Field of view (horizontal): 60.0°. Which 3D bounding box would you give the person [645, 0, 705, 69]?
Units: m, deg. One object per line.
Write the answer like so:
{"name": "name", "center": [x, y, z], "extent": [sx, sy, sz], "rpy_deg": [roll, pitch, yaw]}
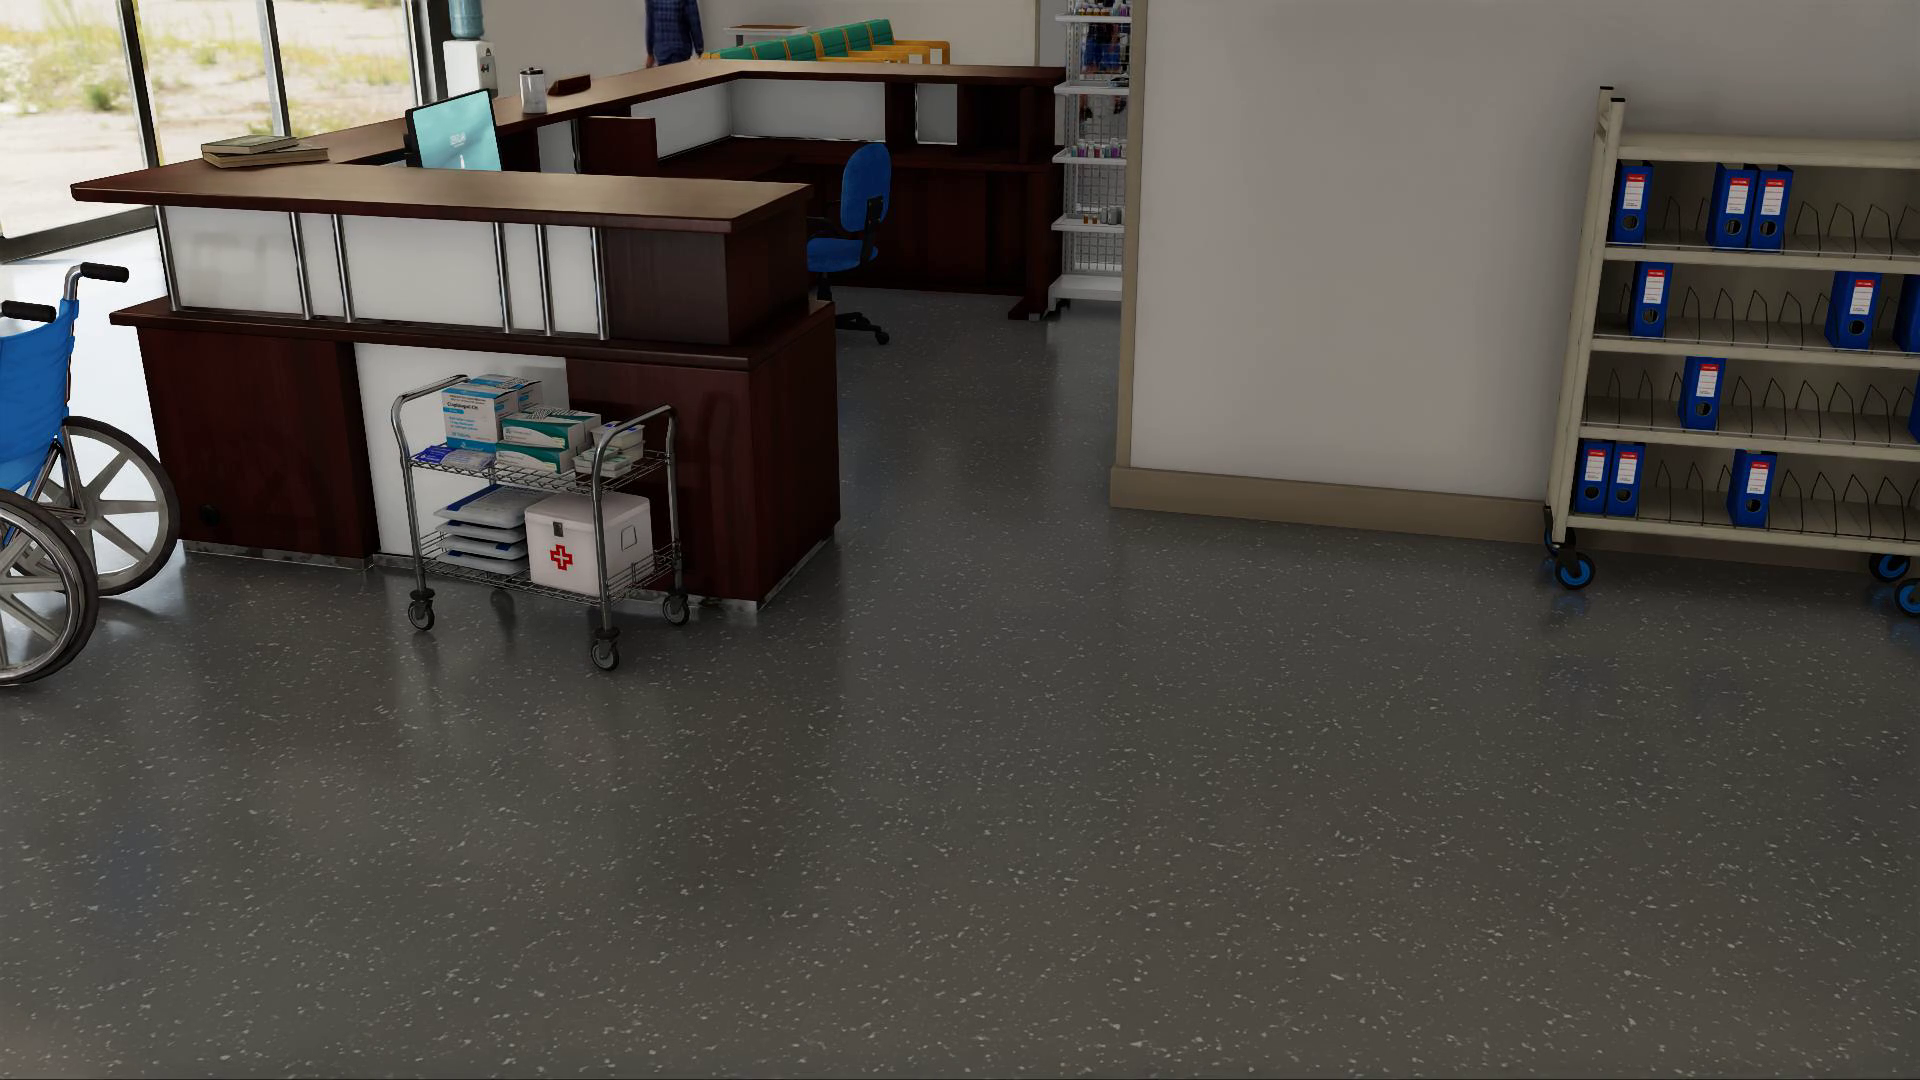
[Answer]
{"name": "person", "center": [-2.767, -4.618, 15.820], "extent": [0.991, 1.792, 0.776], "rpy_deg": [4, 21, 11]}

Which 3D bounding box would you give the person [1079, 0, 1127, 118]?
{"name": "person", "center": [1.510, -5.446, 18.066], "extent": [1.164, 1.750, 0.821], "rpy_deg": [11, 23, 26]}
